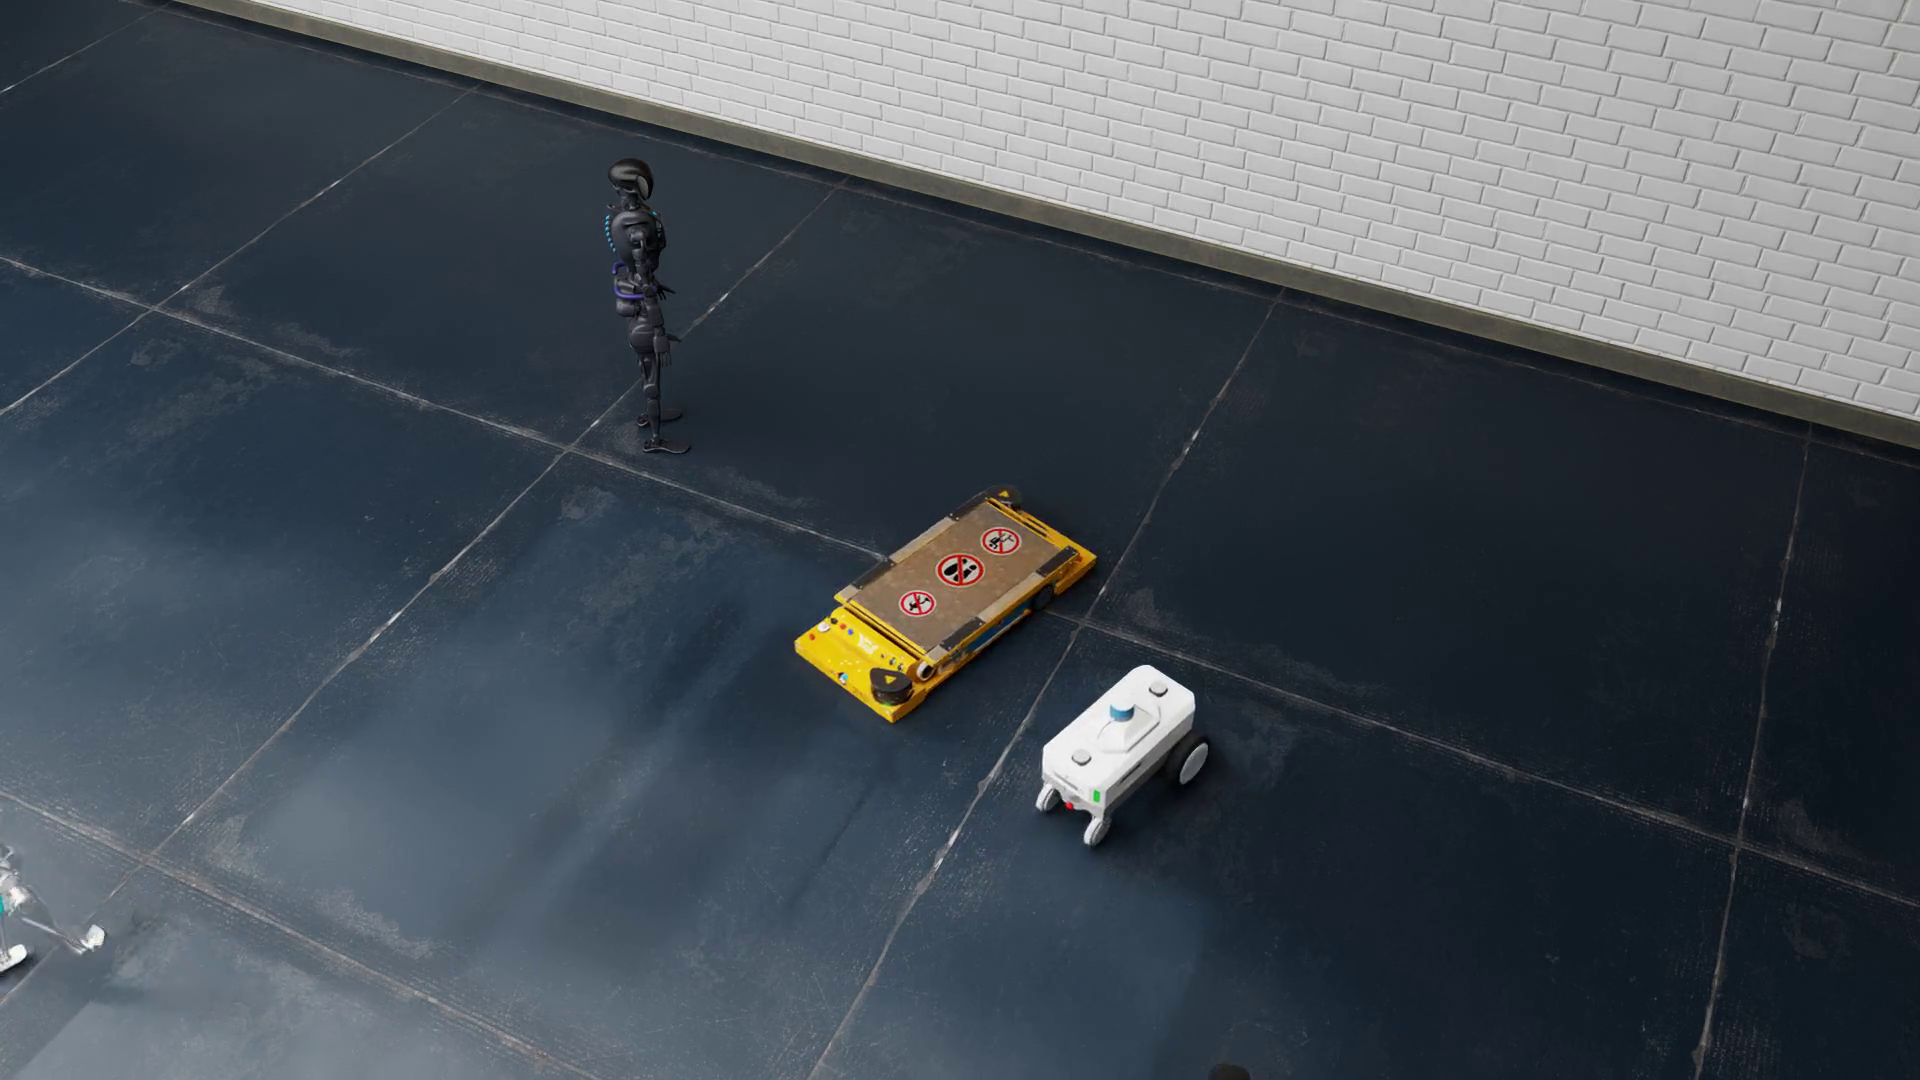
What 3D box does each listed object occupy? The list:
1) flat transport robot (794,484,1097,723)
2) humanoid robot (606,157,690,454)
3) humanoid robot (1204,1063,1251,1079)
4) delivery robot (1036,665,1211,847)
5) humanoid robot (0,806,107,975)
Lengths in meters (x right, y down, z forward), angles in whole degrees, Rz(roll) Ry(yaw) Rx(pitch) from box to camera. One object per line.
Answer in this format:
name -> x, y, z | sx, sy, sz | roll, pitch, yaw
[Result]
flat transport robot -> -0.049, 0.268, 7.966 | 0.659, 0.231, 1.431 | 33, 52, 30
humanoid robot -> -1.604, -1.210, 8.514 | 0.315, 1.657, 0.599 | -8, 43, -9
humanoid robot -> 0.674, 2.142, 4.921 | 0.614, 1.625, 0.512 | 2, 43, 2
delivery robot -> 0.677, 0.877, 7.088 | 0.499, 0.581, 0.774 | 32, 52, 30
humanoid robot -> -3.715, 1.114, 6.054 | 0.793, 1.886, 0.546 | -29, 50, -28
